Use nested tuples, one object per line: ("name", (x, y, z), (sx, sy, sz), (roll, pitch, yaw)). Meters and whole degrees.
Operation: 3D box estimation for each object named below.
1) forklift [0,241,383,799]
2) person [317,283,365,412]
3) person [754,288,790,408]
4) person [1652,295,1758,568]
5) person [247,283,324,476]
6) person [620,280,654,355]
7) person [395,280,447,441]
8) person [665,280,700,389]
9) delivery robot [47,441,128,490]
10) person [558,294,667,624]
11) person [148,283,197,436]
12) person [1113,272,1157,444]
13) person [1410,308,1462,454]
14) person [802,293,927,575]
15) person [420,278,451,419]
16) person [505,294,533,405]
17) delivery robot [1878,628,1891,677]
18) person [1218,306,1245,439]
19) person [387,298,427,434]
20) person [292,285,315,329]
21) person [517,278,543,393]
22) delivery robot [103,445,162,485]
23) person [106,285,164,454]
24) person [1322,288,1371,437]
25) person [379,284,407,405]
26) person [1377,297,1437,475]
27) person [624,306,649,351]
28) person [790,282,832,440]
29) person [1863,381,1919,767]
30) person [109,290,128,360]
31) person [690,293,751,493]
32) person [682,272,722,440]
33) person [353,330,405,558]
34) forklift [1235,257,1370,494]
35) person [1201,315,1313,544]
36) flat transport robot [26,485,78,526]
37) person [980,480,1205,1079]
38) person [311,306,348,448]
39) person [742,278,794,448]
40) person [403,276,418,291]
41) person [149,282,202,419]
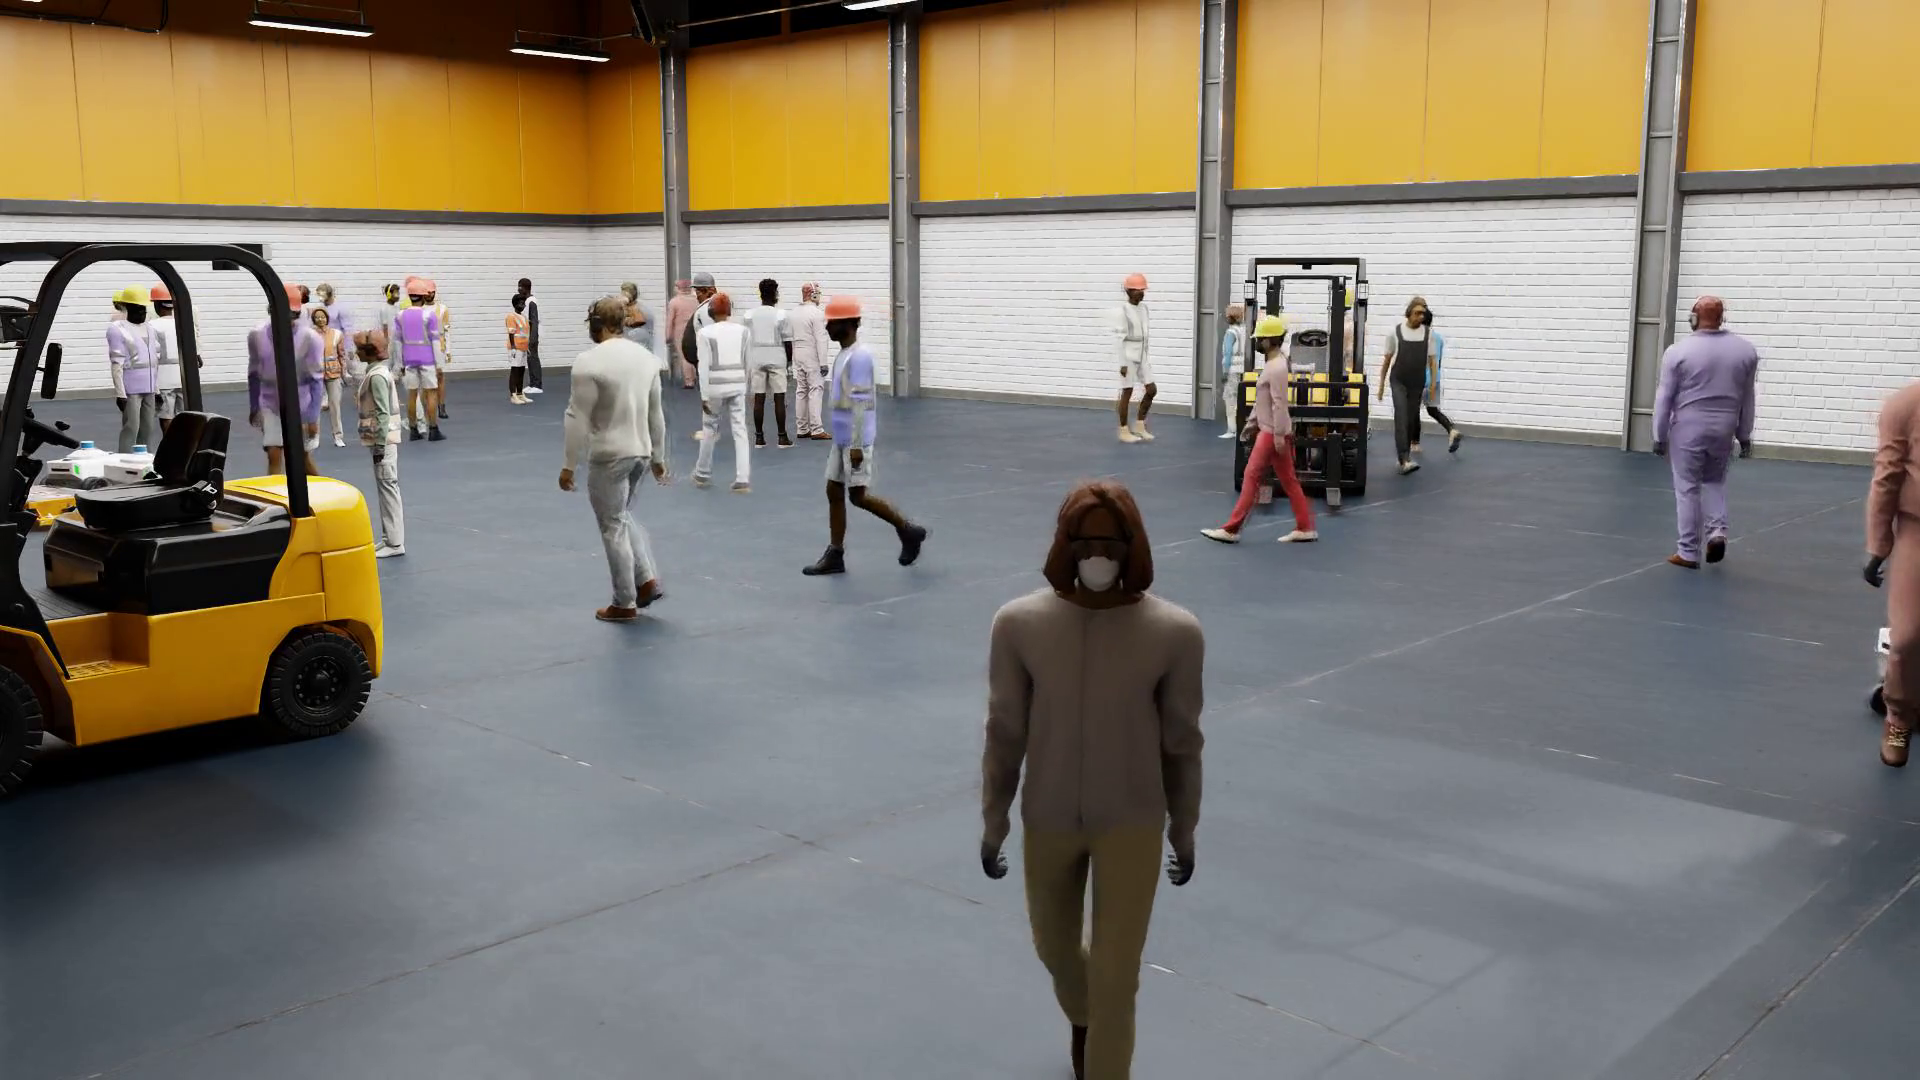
("forklift", (-3.706, -0.171, 7.093), (1.214, 2.155, 2.313), (9, 13, 43))
("person", (-9.037, -2.818, 24.326), (0.673, 1.883, 1.052), (4, 10, 26))
("person", (-2.869, -2.902, 24.960), (0.529, 1.832, 0.949), (-6, 11, -30))
("person", (5.121, -0.745, 11.519), (0.676, 1.891, 0.432), (0, 9, -3))
("person", (-5.343, -1.045, 13.164), (0.677, 1.962, 1.038), (-1, 9, -3))
("person", (-4.051, -2.279, 20.817), (0.665, 1.928, 0.497), (7, 11, 35))
("person", (-6.502, -2.157, 20.053), (0.549, 1.937, 0.369), (1, 9, 7))
("person", (-4.815, -3.557, 28.805), (0.665, 1.875, 0.687), (-8, 12, -42))
("delivery robot", (-7.646, -0.626, 14.605), (0.477, 0.478, 0.707), (2, 9, 11))
("person", (-2.027, -0.468, 9.736), (0.439, 1.920, 0.648), (5, 10, 26))
("person", (-7.646, -1.511, 16.090), (0.360, 1.936, 0.552), (5, 10, 28))
("person", (2.102, -2.135, 19.647), (0.574, 2.025, 0.655), (9, 13, 44))
("person", (5.207, -1.752, 18.405), (0.540, 1.663, 0.710), (-7, 11, -36))
("person", (-0.656, -0.708, 11.252), (0.771, 1.919, 0.549), (-3, 10, -20))
("person", (-7.316, -2.639, 23.001), (0.543, 1.939, 0.361), (-4, 10, -21))
("person", (-6.756, -2.920, 25.481), (0.320, 1.692, 0.531), (2, 9, 11))
("delivery robot", (4.588, 0.521, 7.577), (0.707, 0.478, 0.477), (-1, 9, -4))
("person", (3.341, -2.037, 20.283), (0.378, 1.627, 0.520), (4, 10, 23))
("person", (-6.958, -2.200, 21.054), (0.916, 1.694, 0.495), (8, 13, 42))
("person", (-9.933, -2.916, 25.033), (0.430, 1.831, 0.729), (-8, 12, -39))
("person", (-7.176, -3.411, 27.805), (0.370, 1.915, 0.597), (-5, 10, -27))
("delivery robot", (-7.023, -0.573, 14.283), (0.707, 0.478, 0.477), (6, 11, 33))
("person", (-7.671, -1.417, 15.557), (0.385, 1.922, 0.594), (2, 9, 10))
("person", (4.244, -1.863, 18.428), (0.781, 1.879, 0.618), (-3, 10, -18))
("person", (-8.649, -2.973, 25.337), (0.413, 1.848, 0.560), (1, 9, 7))
("person", (4.537, -1.567, 16.906), (0.560, 1.789, 0.993), (0, 9, 1))
("person", (-3.846, -1.966, 19.837), (0.290, 1.627, 0.506), (2, 9, 11))
("person", (-1.795, -2.171, 20.234), (0.407, 1.910, 0.639), (-8, 12, -39))
("person", (4.023, 0.042, 6.681), (0.678, 1.894, 0.418), (3, 10, 17))
("person", (-12.105, -2.725, 24.070), (0.451, 1.751, 0.545), (2, 10, 14))
("person", (-2.234, -1.380, 15.582), (0.590, 1.838, 0.941), (-6, 11, -32))
("person", (-3.103, -2.227, 20.167), (0.536, 2.000, 0.676), (0, 9, -3))
("person", (-4.176, -0.689, 11.974), (0.310, 1.636, 0.522), (-3, 10, -20))
("forklift", (3.309, -1.629, 16.029), (1.214, 2.155, 2.313), (2, 9, 11))
("person", (2.287, -0.821, 12.516), (0.843, 1.724, 0.528), (2, 9, 11))
("flat transport robot", (-7.657, -0.297, 13.743), (1.431, 0.197, 0.652), (6, 11, 34))
("person", (0.314, 0.642, 3.882), (0.503, 1.604, 0.789), (2, 10, 13))
("person", (-7.372, -1.882, 19.277), (0.523, 1.639, 0.306), (-5, 11, -28))
("person", (-2.208, -2.034, 19.209), (0.608, 1.966, 0.374), (2, 9, 12))
("person", (-9.612, -3.709, 29.530), (0.537, 1.946, 0.644), (-5, 11, -28))
("person", (-9.999, -2.379, 21.242), (0.608, 1.995, 0.377), (-8, 12, -39))
